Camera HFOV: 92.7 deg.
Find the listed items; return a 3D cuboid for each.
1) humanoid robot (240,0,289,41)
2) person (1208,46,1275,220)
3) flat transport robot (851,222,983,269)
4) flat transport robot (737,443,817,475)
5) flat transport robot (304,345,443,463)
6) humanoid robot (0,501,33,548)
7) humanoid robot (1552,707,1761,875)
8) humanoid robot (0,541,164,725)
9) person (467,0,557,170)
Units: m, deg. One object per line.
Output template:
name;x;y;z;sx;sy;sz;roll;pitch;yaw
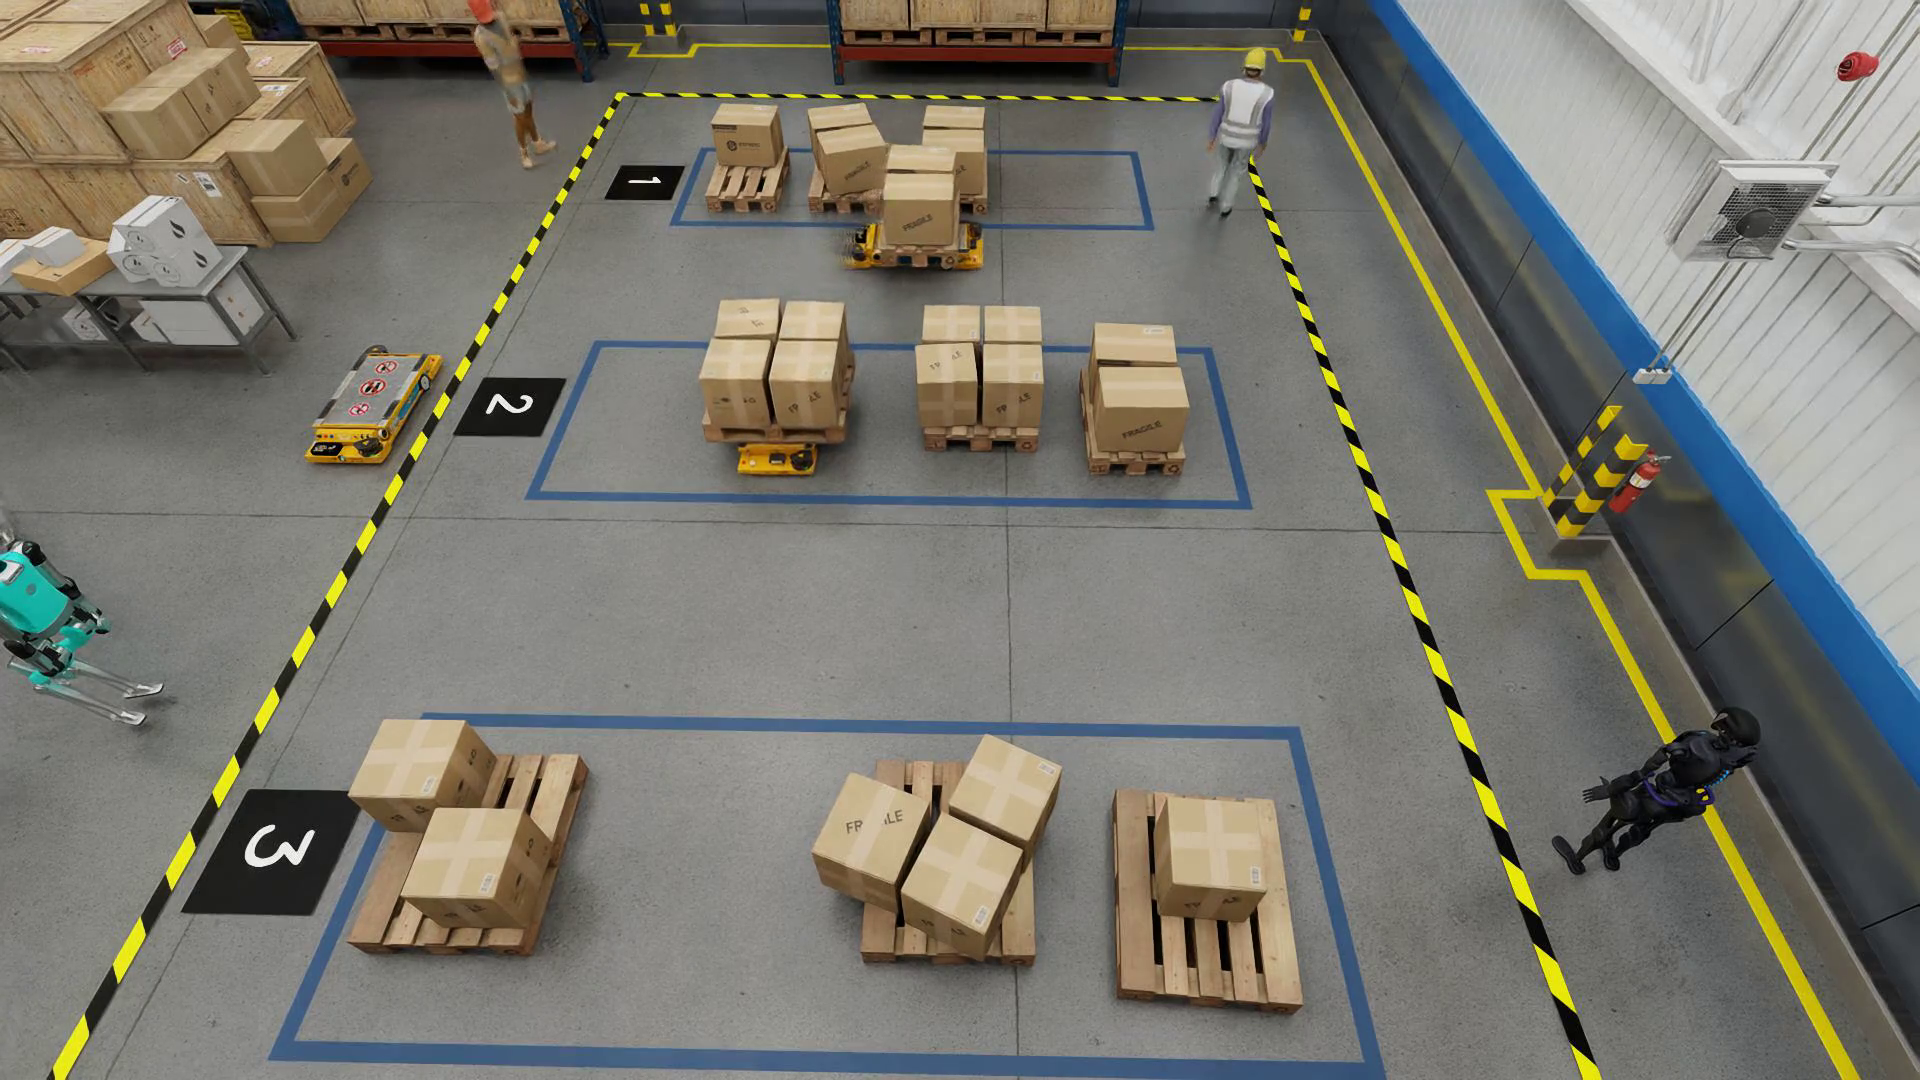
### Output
humanoid robot;-8.877;-6.457;11.936;0.742;1.635;0.603;1;50;1
person;3.092;-4.469;10.137;0.609;1.812;0.478;25;54;20
flat transport robot;-0.464;-3.268;10.114;1.431;0.197;0.652;1;50;1
flat transport robot;-1.584;-1.165;8.334;0.652;0.197;1.431;1;50;1
flat transport robot;-5.383;-1.269;8.441;0.659;0.231;1.431;1;50;1
humanoid robot;-7.702;-0.463;6.827;0.542;1.795;0.844;-28;55;-22
humanoid robot;3.955;1.445;5.212;0.599;1.657;0.315;-1;50;-1
humanoid robot;-5.855;0.605;5.805;0.735;1.677;0.533;0;50;0
person;-5.291;-5.482;10.890;0.383;1.989;0.740;7;50;6
